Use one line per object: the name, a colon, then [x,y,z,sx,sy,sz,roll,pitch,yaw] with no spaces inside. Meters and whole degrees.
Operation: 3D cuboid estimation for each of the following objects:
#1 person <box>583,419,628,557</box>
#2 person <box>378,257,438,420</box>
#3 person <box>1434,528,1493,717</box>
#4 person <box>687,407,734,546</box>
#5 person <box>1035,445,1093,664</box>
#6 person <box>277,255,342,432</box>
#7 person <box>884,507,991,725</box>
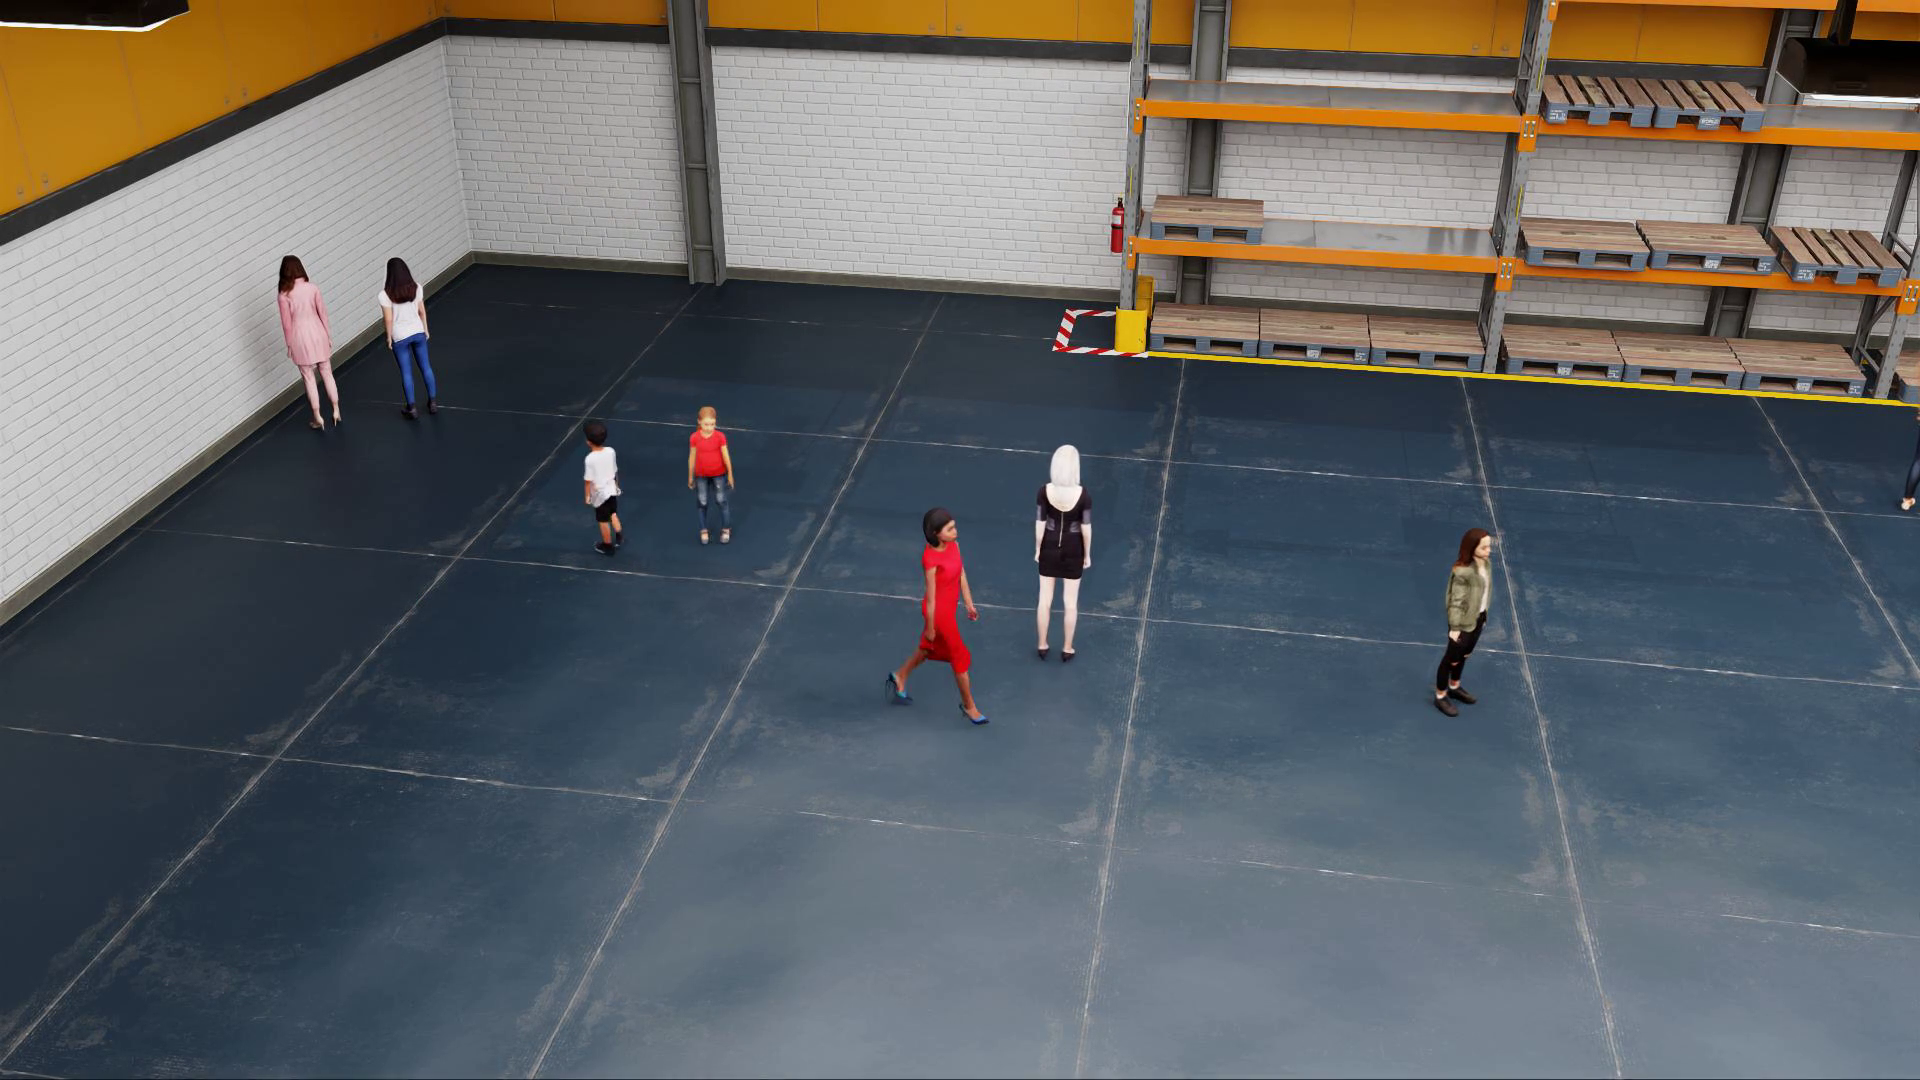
person: [-3.023,-0.428,14.296,0.638,1.250,0.591,20,35,33]
person: [-5.561,-2.032,16.782,0.676,1.685,0.723,-21,35,-33]
person: [3.715,0.578,12.216,0.658,1.475,0.689,-24,37,-37]
person: [-2.176,-0.587,14.535,0.486,1.300,0.650,0,29,0]
person: [0.775,0.117,12.689,0.414,1.831,0.629,5,29,9]
person: [-6.466,-1.953,16.516,0.682,1.802,0.733,-20,35,-32]
person: [-0.208,0.534,12.059,1.106,1.703,0.671,9,30,15]
